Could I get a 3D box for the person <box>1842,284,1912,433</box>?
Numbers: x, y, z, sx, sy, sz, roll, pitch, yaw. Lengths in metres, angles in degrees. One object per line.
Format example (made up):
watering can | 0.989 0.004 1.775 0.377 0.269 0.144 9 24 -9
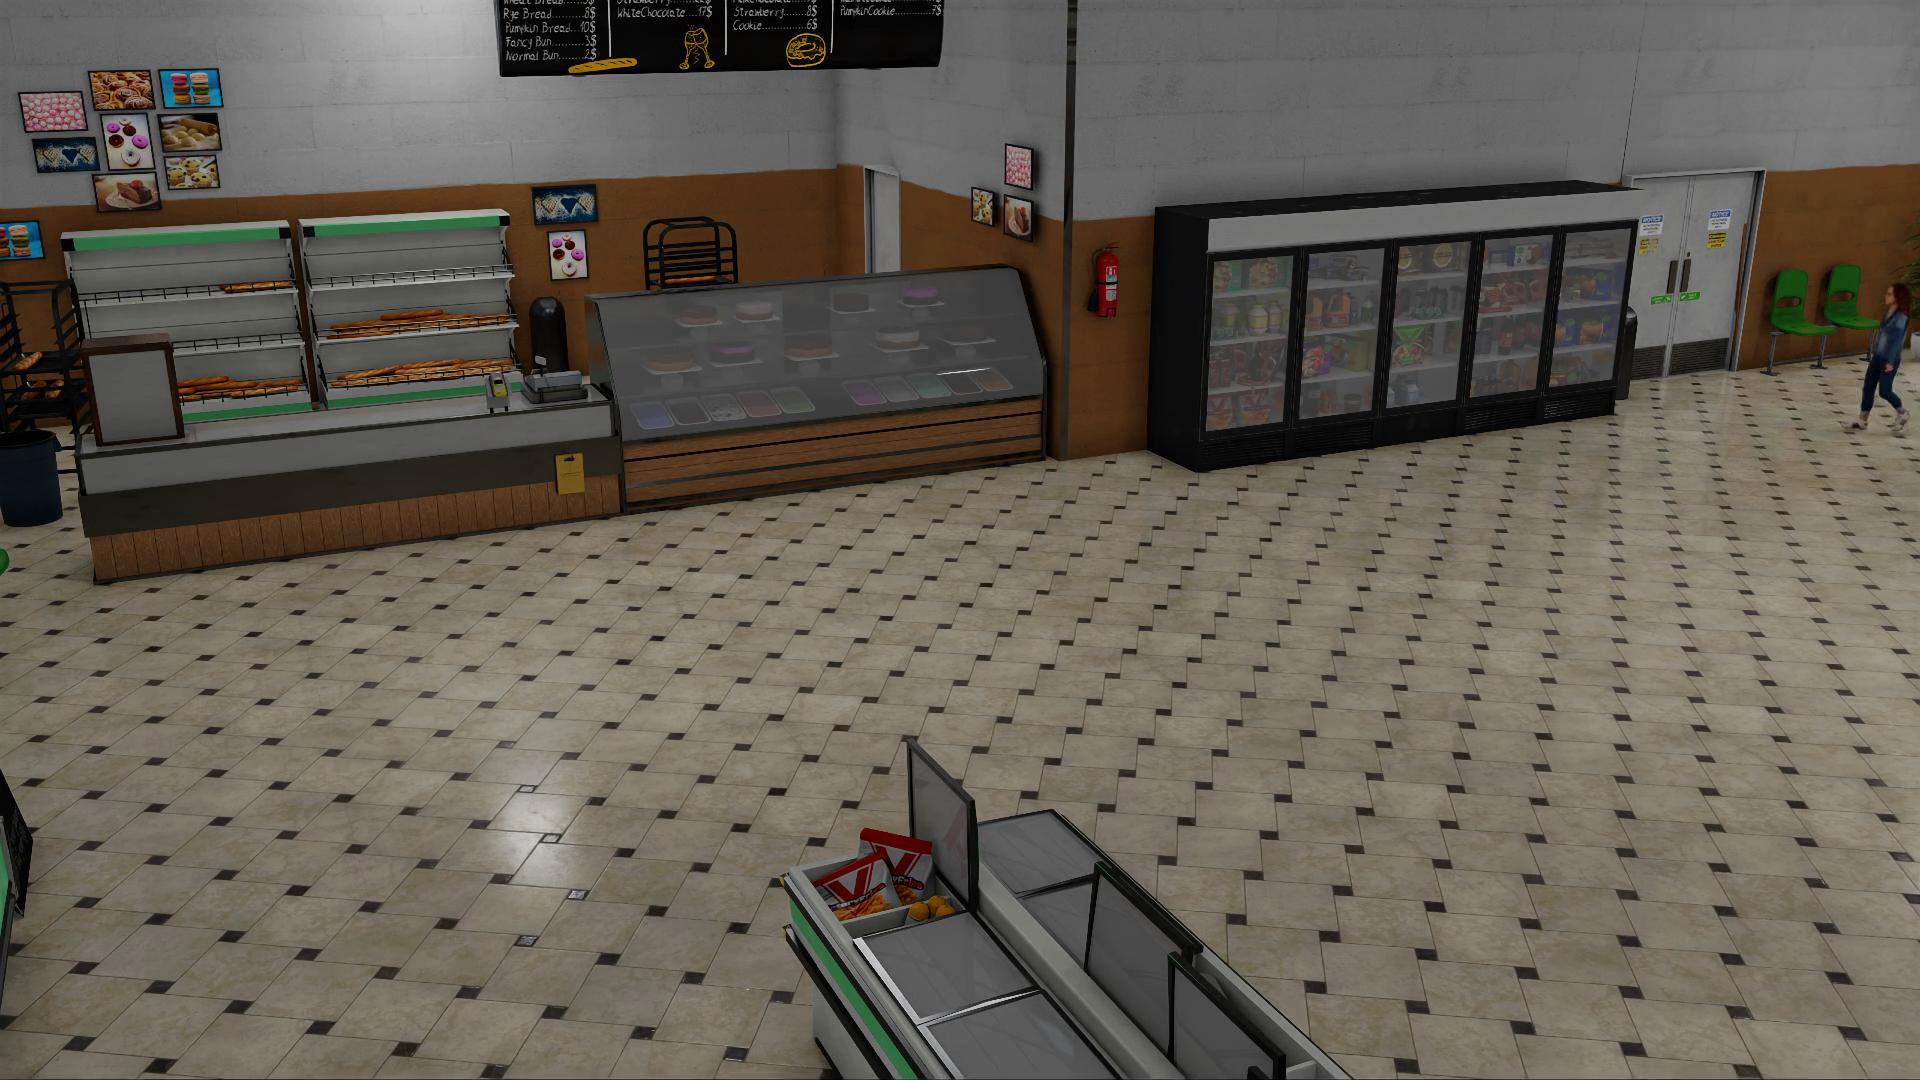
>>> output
person | 9.138 -1.765 16.317 0.845 1.465 0.858 1 19 2
